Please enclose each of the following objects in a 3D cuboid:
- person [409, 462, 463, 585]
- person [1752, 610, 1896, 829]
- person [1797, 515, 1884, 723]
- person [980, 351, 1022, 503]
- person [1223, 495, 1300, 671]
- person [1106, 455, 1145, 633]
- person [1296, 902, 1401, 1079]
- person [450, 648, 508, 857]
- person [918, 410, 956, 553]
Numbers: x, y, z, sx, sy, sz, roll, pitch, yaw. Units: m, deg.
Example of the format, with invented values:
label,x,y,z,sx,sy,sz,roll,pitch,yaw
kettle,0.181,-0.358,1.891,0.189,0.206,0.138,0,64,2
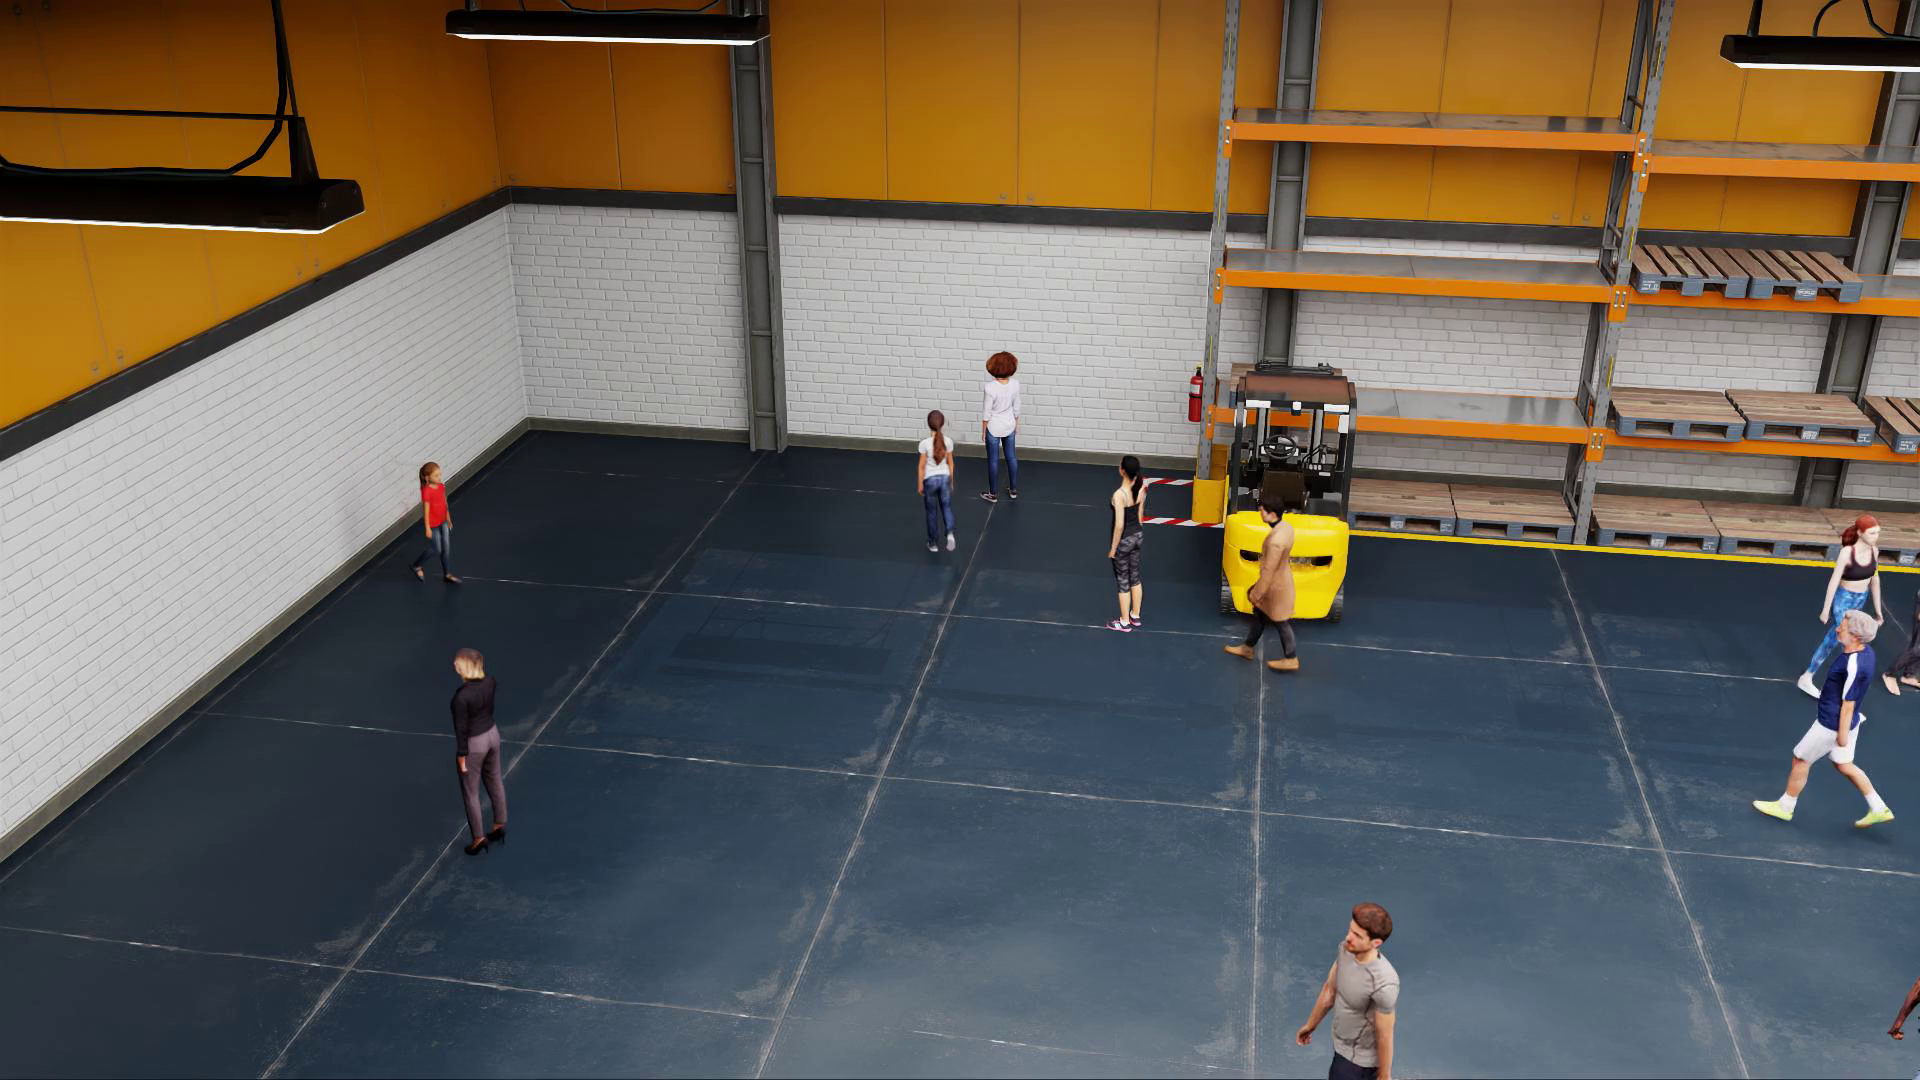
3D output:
label,x,y,z,sx,sy,sz,roll,pitch,yaw
person,-5.274,-0.173,16.559,0.753,1.296,0.533,8,25,18
person,6.625,1.373,12.387,1.258,1.805,0.981,16,28,33
person,7.521,0.587,14.252,1.008,1.752,0.972,-11,26,-23
person,0.461,-1.277,18.565,0.731,1.712,0.811,-11,26,-24
person,2.893,0.407,14.731,0.954,1.699,0.712,7,25,16
person,1.565,0.028,15.561,0.694,1.728,0.662,21,31,40
person,2.250,2.777,9.133,1.285,1.839,0.947,-5,24,-11
person,-3.485,1.534,12.188,0.587,1.670,0.643,10,25,21
person,-0.223,-0.575,17.160,0.813,1.553,0.790,-7,25,-16
